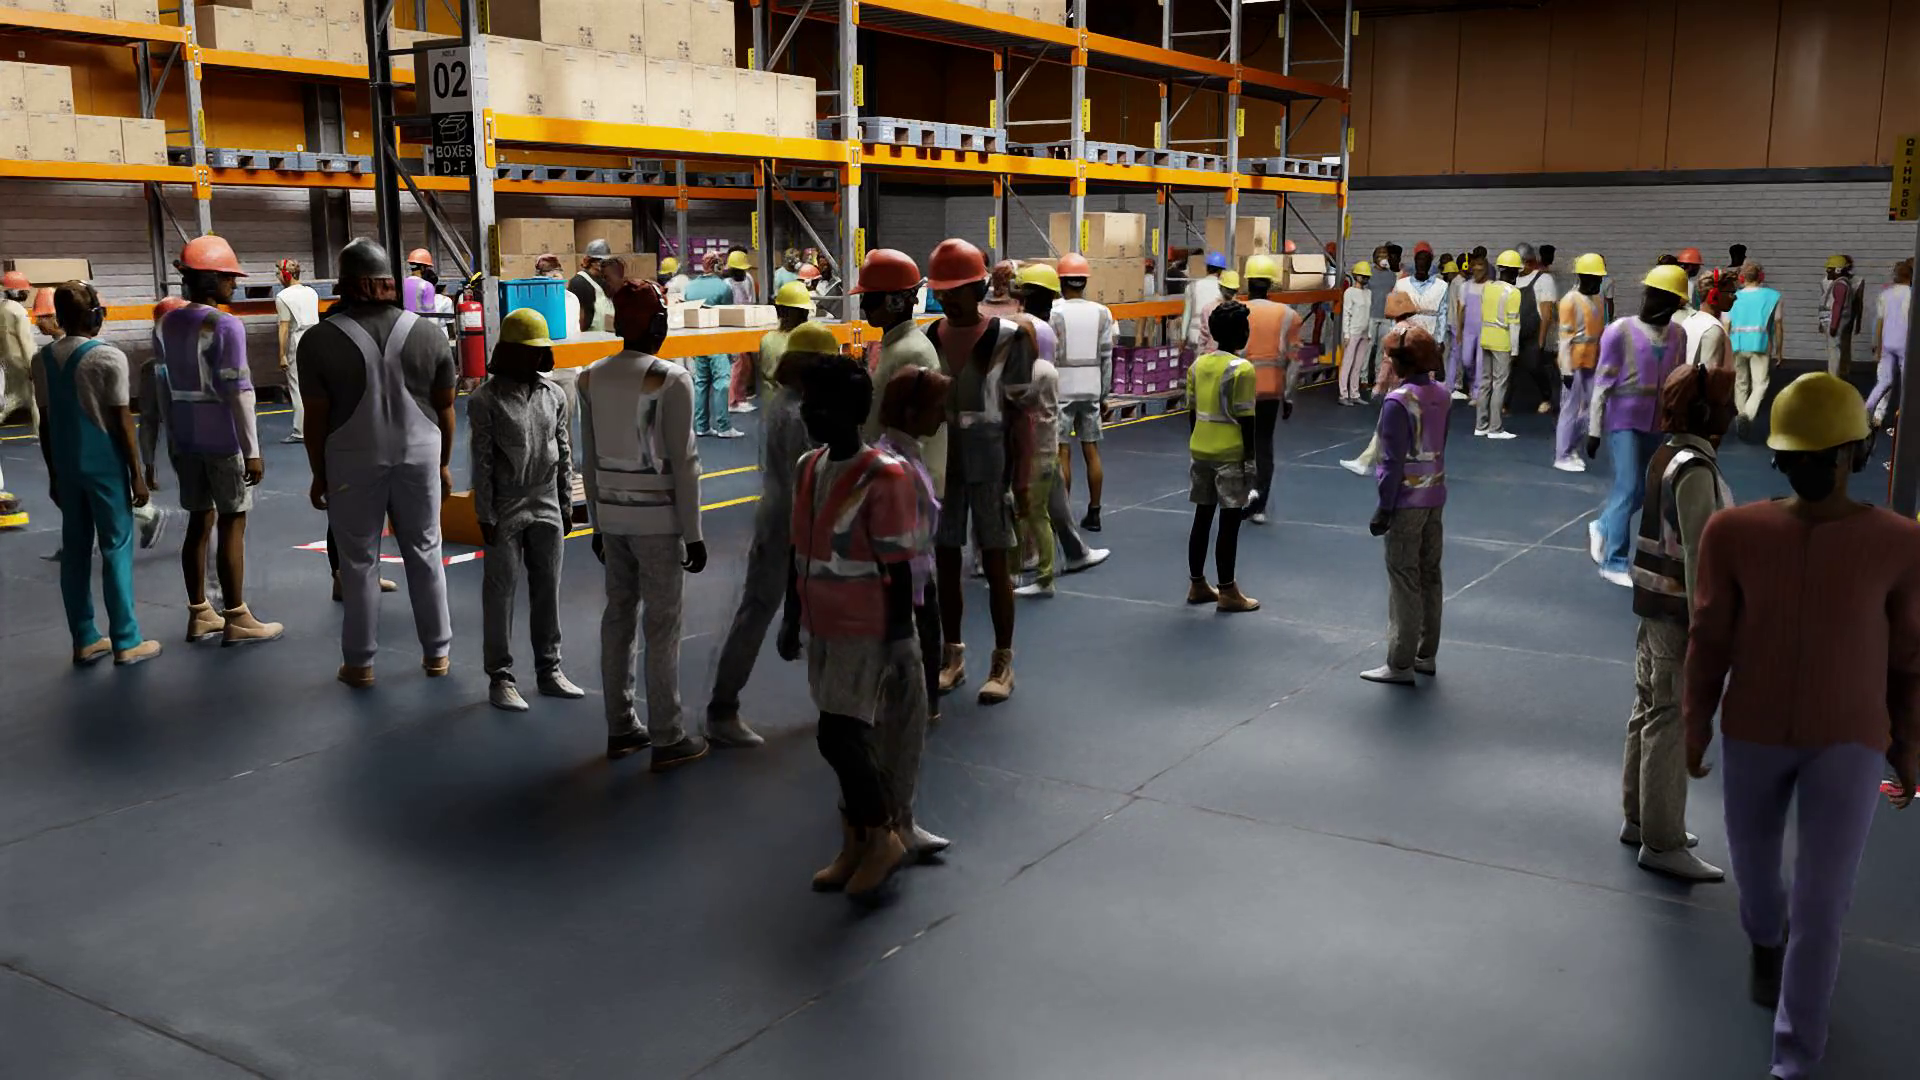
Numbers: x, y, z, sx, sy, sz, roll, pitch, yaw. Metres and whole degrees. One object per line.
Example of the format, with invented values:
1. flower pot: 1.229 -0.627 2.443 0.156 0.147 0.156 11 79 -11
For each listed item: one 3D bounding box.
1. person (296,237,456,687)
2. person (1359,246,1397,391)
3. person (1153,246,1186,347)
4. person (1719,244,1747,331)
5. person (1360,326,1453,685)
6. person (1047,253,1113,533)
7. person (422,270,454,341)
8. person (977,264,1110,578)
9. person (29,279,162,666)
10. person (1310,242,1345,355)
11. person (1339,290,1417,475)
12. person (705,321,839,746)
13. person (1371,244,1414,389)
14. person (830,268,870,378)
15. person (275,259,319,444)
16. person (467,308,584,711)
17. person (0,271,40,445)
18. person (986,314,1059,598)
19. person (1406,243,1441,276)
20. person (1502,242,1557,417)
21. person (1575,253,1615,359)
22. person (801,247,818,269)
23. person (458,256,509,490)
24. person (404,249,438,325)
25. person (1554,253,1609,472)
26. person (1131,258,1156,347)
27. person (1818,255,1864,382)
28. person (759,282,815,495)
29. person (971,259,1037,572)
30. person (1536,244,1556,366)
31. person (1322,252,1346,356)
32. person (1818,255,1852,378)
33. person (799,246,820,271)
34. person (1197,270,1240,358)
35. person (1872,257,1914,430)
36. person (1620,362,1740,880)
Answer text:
1. person: -2.667 -0.358 7.613 0.679 2.000 0.537 -6 12 -31
2. person: 5.614 -2.958 22.334 0.632 1.930 0.372 -3 11 -18
3. person: 3.071 -3.292 24.164 0.614 1.952 0.944 9 14 41
4. person: 11.648 -3.471 25.072 0.367 1.966 0.605 -4 11 -20
5. person: 2.057 -0.156 7.607 0.310 1.640 0.514 9 14 42
6. person: 0.777 -1.009 11.518 0.551 1.932 0.378 -4 11 -20
7. person: -6.059 -2.247 19.048 0.531 1.692 0.320 -2 10 -13
8. person: 0.481 -0.711 10.035 0.900 1.873 0.588 -6 12 -32
9. person: -4.139 -0.313 7.944 0.507 1.841 0.351 2 10 13
10. person: 6.250 -4.053 28.252 0.633 1.984 0.419 -3 11 -15
11. person: 3.609 -1.289 13.989 0.839 1.590 0.520 5 11 26
12. person: -0.658 -0.033 6.774 0.853 1.689 0.565 -2 10 -11
13. person: 5.817 -2.990 22.406 0.607 1.965 0.367 3 11 16
14. person: -1.123 -2.185 18.122 0.598 1.906 0.414 -5 12 -27
15. person: -6.581 -1.875 16.595 0.394 1.836 0.560 3 11 15
16. person: -1.870 -0.130 7.209 0.320 1.738 0.483 9 14 41
17. person: -9.231 -1.766 16.293 0.583 1.714 0.671 7 12 34
18. person: 0.359 -0.477 9.452 0.363 1.614 0.536 -9 14 -41
19. person: 6.605 -3.234 23.725 0.602 1.976 1.100 4 11 21
20. person: 6.510 -2.426 19.074 0.859 2.000 0.685 -9 14 -42
21. person: 8.472 -2.904 22.266 0.514 1.842 0.324 6 12 28
22. person: -2.227 -3.433 25.022 0.401 1.910 0.642 -1 10 -7
23. person: -3.783 -1.349 13.411 0.414 1.942 0.634 4 11 19
24. person: -6.100 -2.322 18.830 0.553 1.923 0.392 6 12 29
25. person: 5.424 -1.536 14.506 0.612 1.907 0.429 -7 13 -36
26. person: 3.077 -3.758 27.301 0.584 1.725 0.577 2 10 13
27. person: 12.273 -3.058 23.195 0.431 1.823 0.582 -8 13 -38
28. person: -1.084 -0.775 10.719 0.338 1.761 0.524 6 12 31
29. person: 0.297 -0.757 10.210 0.643 1.905 0.399 7 12 35
30. person: 9.352 -3.771 26.774 0.383 1.957 0.606 1 10 6
31. person: 5.952 -3.643 26.370 0.429 1.844 0.626 3 11 16
32. person: 11.930 -2.973 22.709 0.403 1.824 0.593 5 11 26
33. person: -2.347 -3.625 26.065 0.391 1.927 0.644 4 11 21
34. person: 2.715 -1.918 17.119 0.561 1.729 0.708 1 10 3
35. person: 10.056 -2.080 17.711 0.627 1.843 0.429 5 12 27
36. person: 2.317 0.251 5.352 0.307 1.641 0.514 2 10 10
